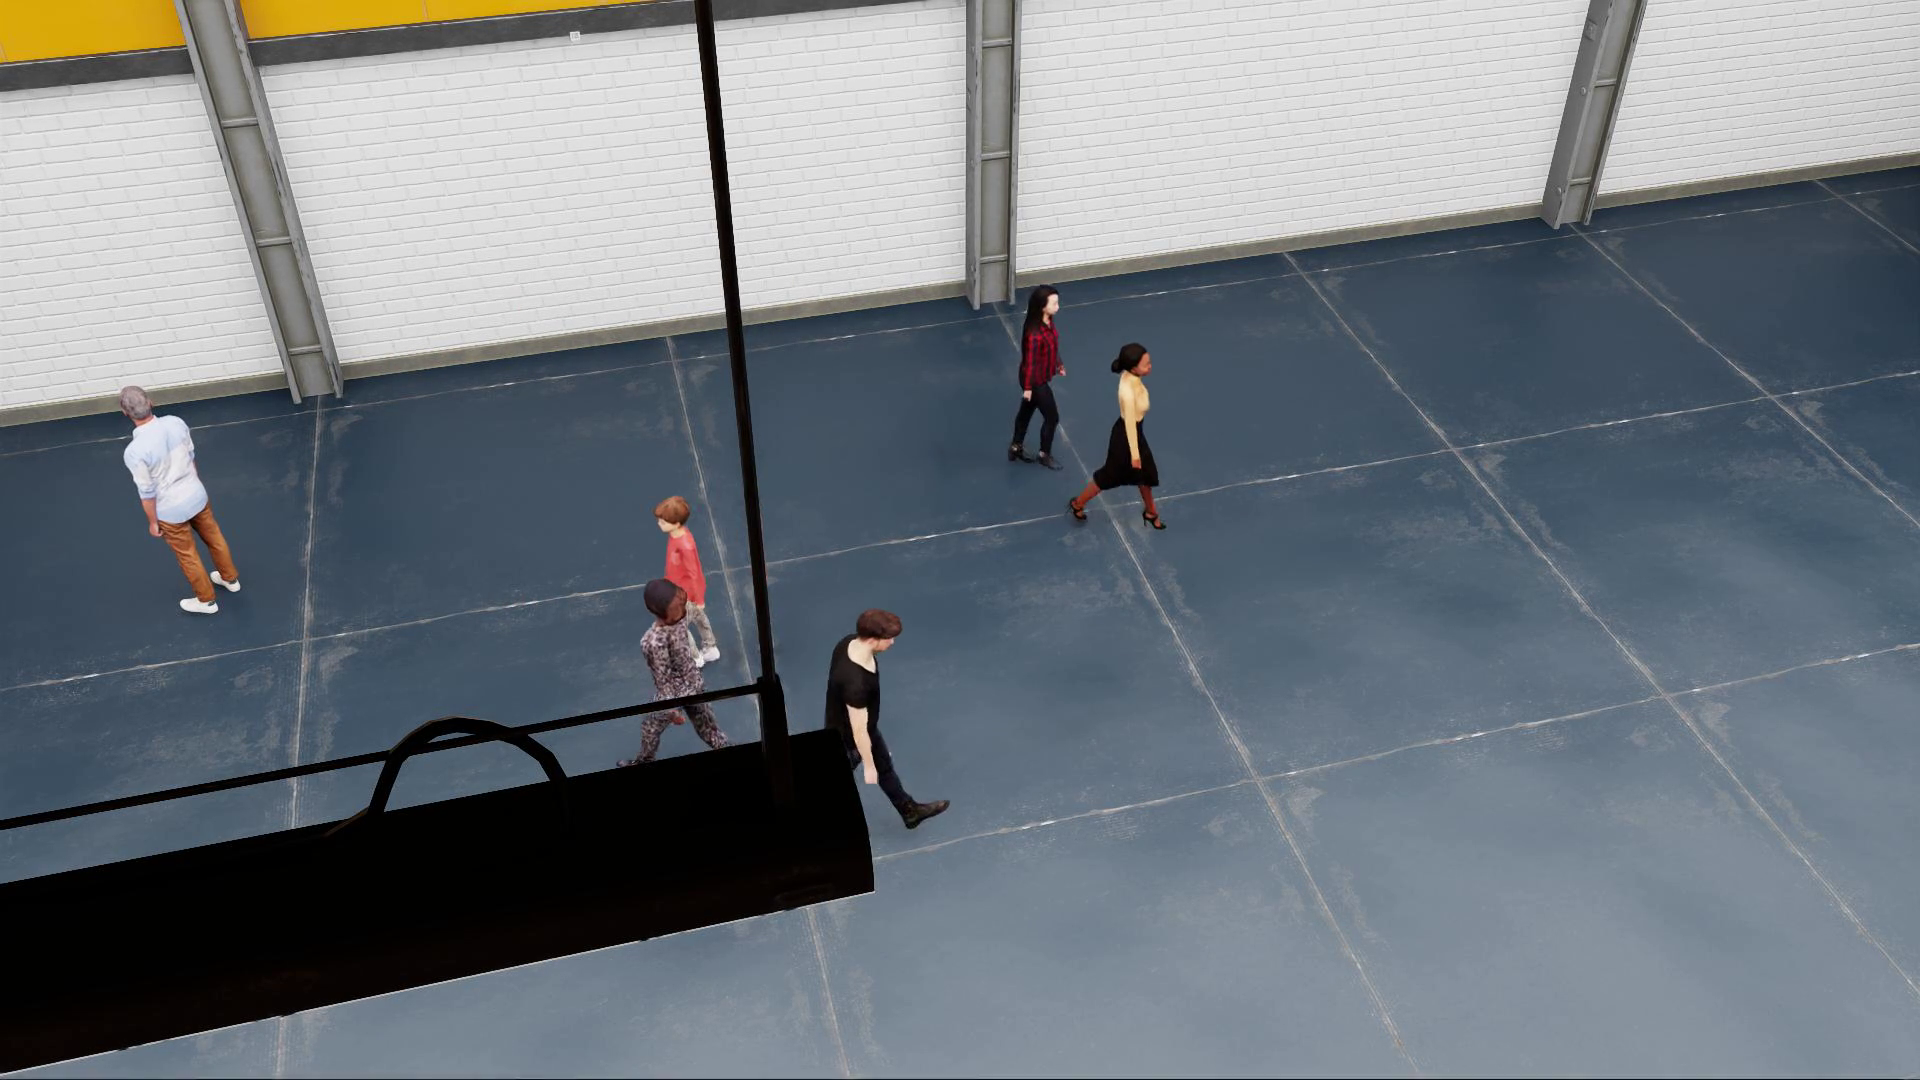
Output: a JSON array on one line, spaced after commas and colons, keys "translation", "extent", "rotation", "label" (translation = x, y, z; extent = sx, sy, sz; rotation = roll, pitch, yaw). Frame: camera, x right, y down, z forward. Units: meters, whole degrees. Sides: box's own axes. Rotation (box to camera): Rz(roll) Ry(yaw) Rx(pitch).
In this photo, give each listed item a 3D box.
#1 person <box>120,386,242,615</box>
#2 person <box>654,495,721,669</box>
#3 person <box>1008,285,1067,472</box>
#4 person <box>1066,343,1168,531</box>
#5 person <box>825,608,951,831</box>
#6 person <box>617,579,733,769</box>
[{"translation": [-5.443, -0.282, 11.580], "extent": [0.804, 1.824, 0.771], "rotation": [15, 41, 18], "label": "person"}, {"translation": [-1.762, 0.293, 11.197], "extent": [0.610, 1.405, 0.577], "rotation": [-14, 41, -17], "label": "person"}, {"translation": [0.503, -1.273, 12.970], "extent": [0.806, 1.639, 0.732], "rotation": [6, 39, 8], "label": "person"}, {"translation": [1.148, -0.722, 12.298], "extent": [1.097, 1.617, 0.883], "rotation": [8, 39, 9], "label": "person"}, {"translation": [-0.722, 1.162, 9.780], "extent": [1.370, 1.815, 1.018], "rotation": [2, 39, 3], "label": "person"}, {"translation": [-1.636, 0.954, 10.162], "extent": [1.214, 1.663, 1.011], "rotation": [12, 40, 15], "label": "person"}]
